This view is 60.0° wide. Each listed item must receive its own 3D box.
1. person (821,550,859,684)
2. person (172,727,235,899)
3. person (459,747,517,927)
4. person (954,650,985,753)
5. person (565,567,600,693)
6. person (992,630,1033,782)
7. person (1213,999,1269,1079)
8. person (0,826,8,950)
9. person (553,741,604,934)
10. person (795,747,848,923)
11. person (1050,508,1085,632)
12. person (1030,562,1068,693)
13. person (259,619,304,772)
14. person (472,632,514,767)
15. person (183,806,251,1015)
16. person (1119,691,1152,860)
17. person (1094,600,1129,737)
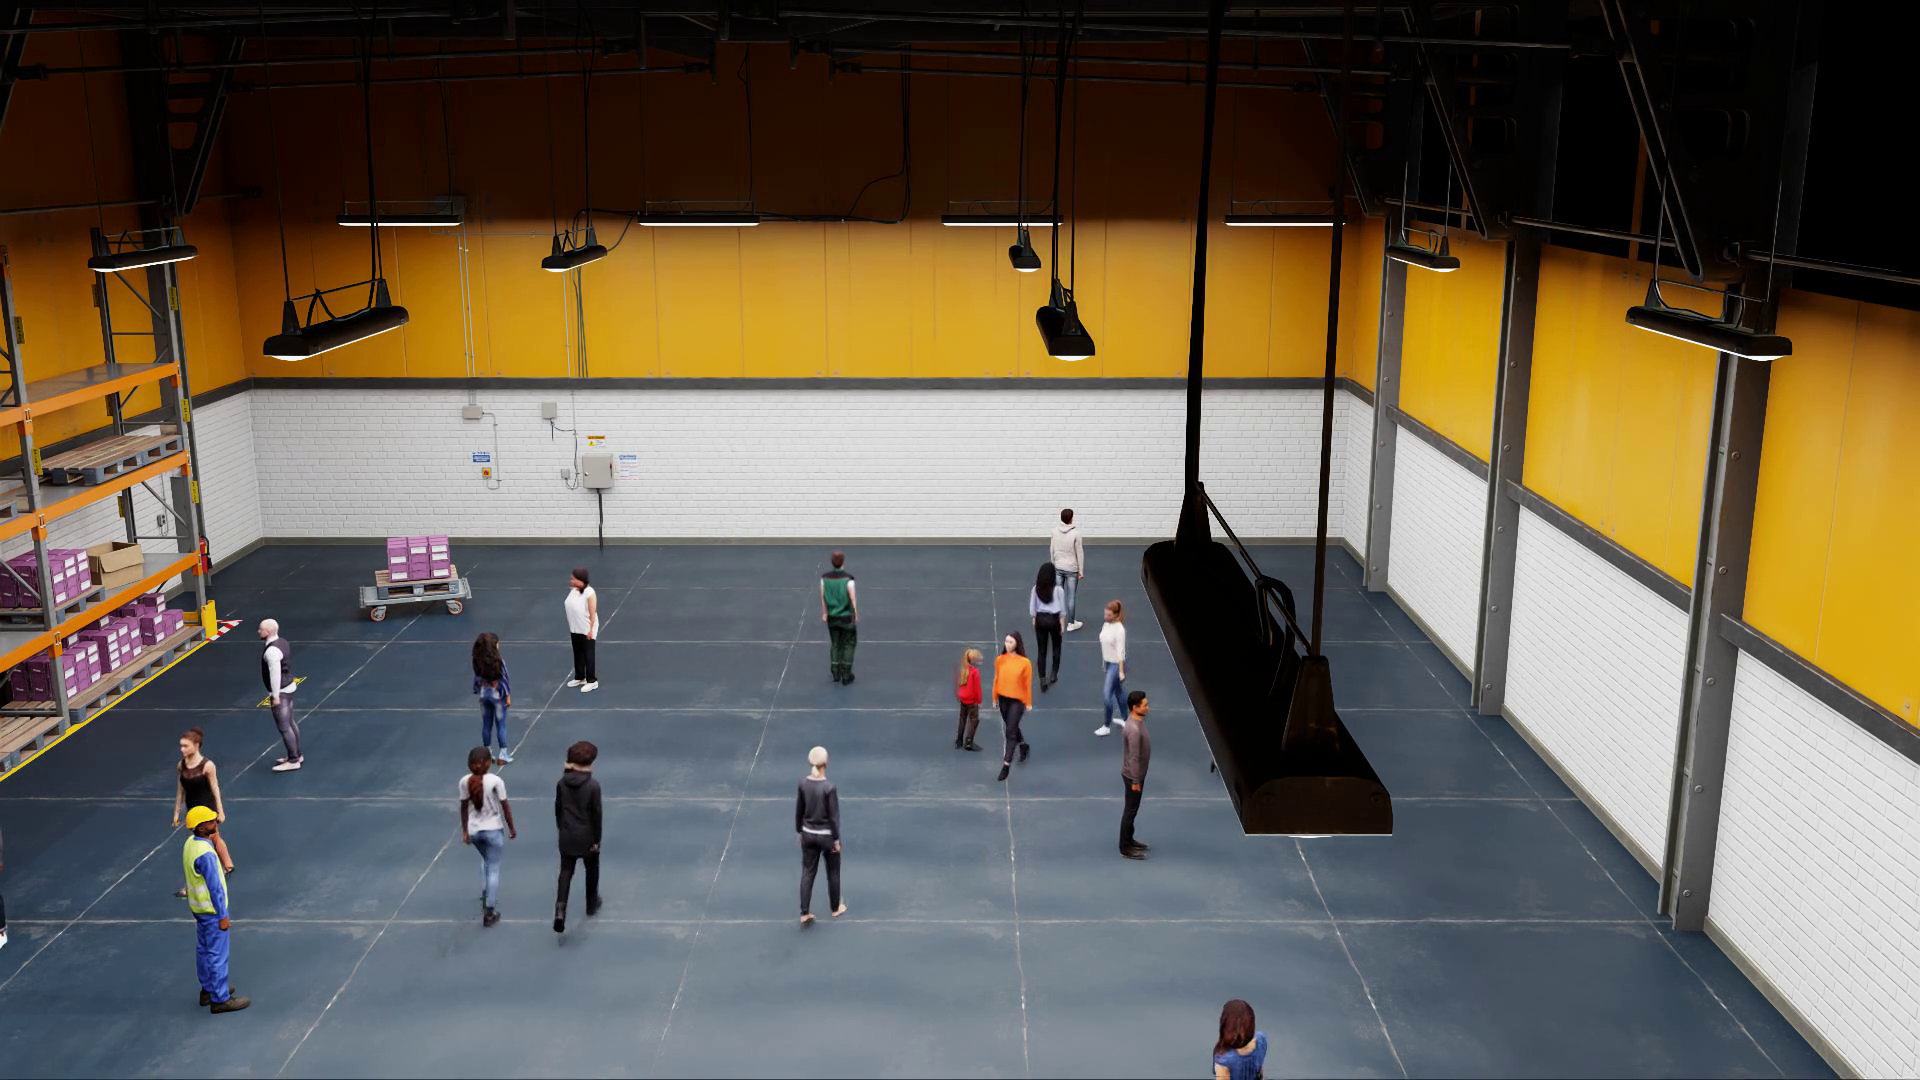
[{"bbox_3d":[-1.600,1.042,22.507,0.754,1.837,0.755,5,15,20],"label":"person"},{"bbox_3d":[-7.383,2.636,16.355,0.847,1.635,1.144,5,15,20],"label":"person"},{"bbox_3d":[-4.472,2.789,15.574,0.667,1.704,0.744,3,14,12],"label":"person"},{"bbox_3d":[0.092,1.917,20.108,0.758,1.266,0.612,-12,18,-40],"label":"person"},{"bbox_3d":[-5.070,1.170,22.289,0.818,1.691,0.752,-12,18,-41],"label":"person"},{"bbox_3d":[0.649,1.876,19.331,1.009,1.711,1.209,8,16,31],"label":"person"},{"bbox_3d":[1.877,3.875,10.918,1.022,1.786,1.171,-9,17,-34],"label":"person"},{"bbox_3d":[-8.938,2.846,15.105,0.767,1.815,0.666,3,14,12],"label":"person"},{"bbox_3d":[-3.582,2.785,15.503,0.715,1.746,1.117,0,14,2],"label":"person"},{"bbox_3d":[-1.347,2.769,15.605,0.791,1.730,0.897,5,15,21],"label":"person"},{"bbox_3d":[1.588,0.428,25.010,0.753,1.853,0.726,6,15,24],"label":"person"},{"bbox_3d":[1.148,1.187,22.150,0.787,1.723,0.877,3,14,13],"label":"person"},{"bbox_3d":[-7.931,1.797,19.429,0.786,1.819,0.591,-3,14,-11],"label":"person"},{"bbox_3d":[-5.504,1.859,19.592,0.675,1.622,0.643,4,14,16],"label":"person"},{"bbox_3d":[-6.350,3.096,14.075,0.814,1.813,0.738,-12,18,-40],"label":"person"},{"bbox_3d":[1.786,2.390,17.095,0.735,1.765,0.522,-6,15,-23],"label":"person"},{"bbox_3d":[1.955,1.569,20.617,0.883,1.702,0.797,-1,14,-5],"label":"person"}]
